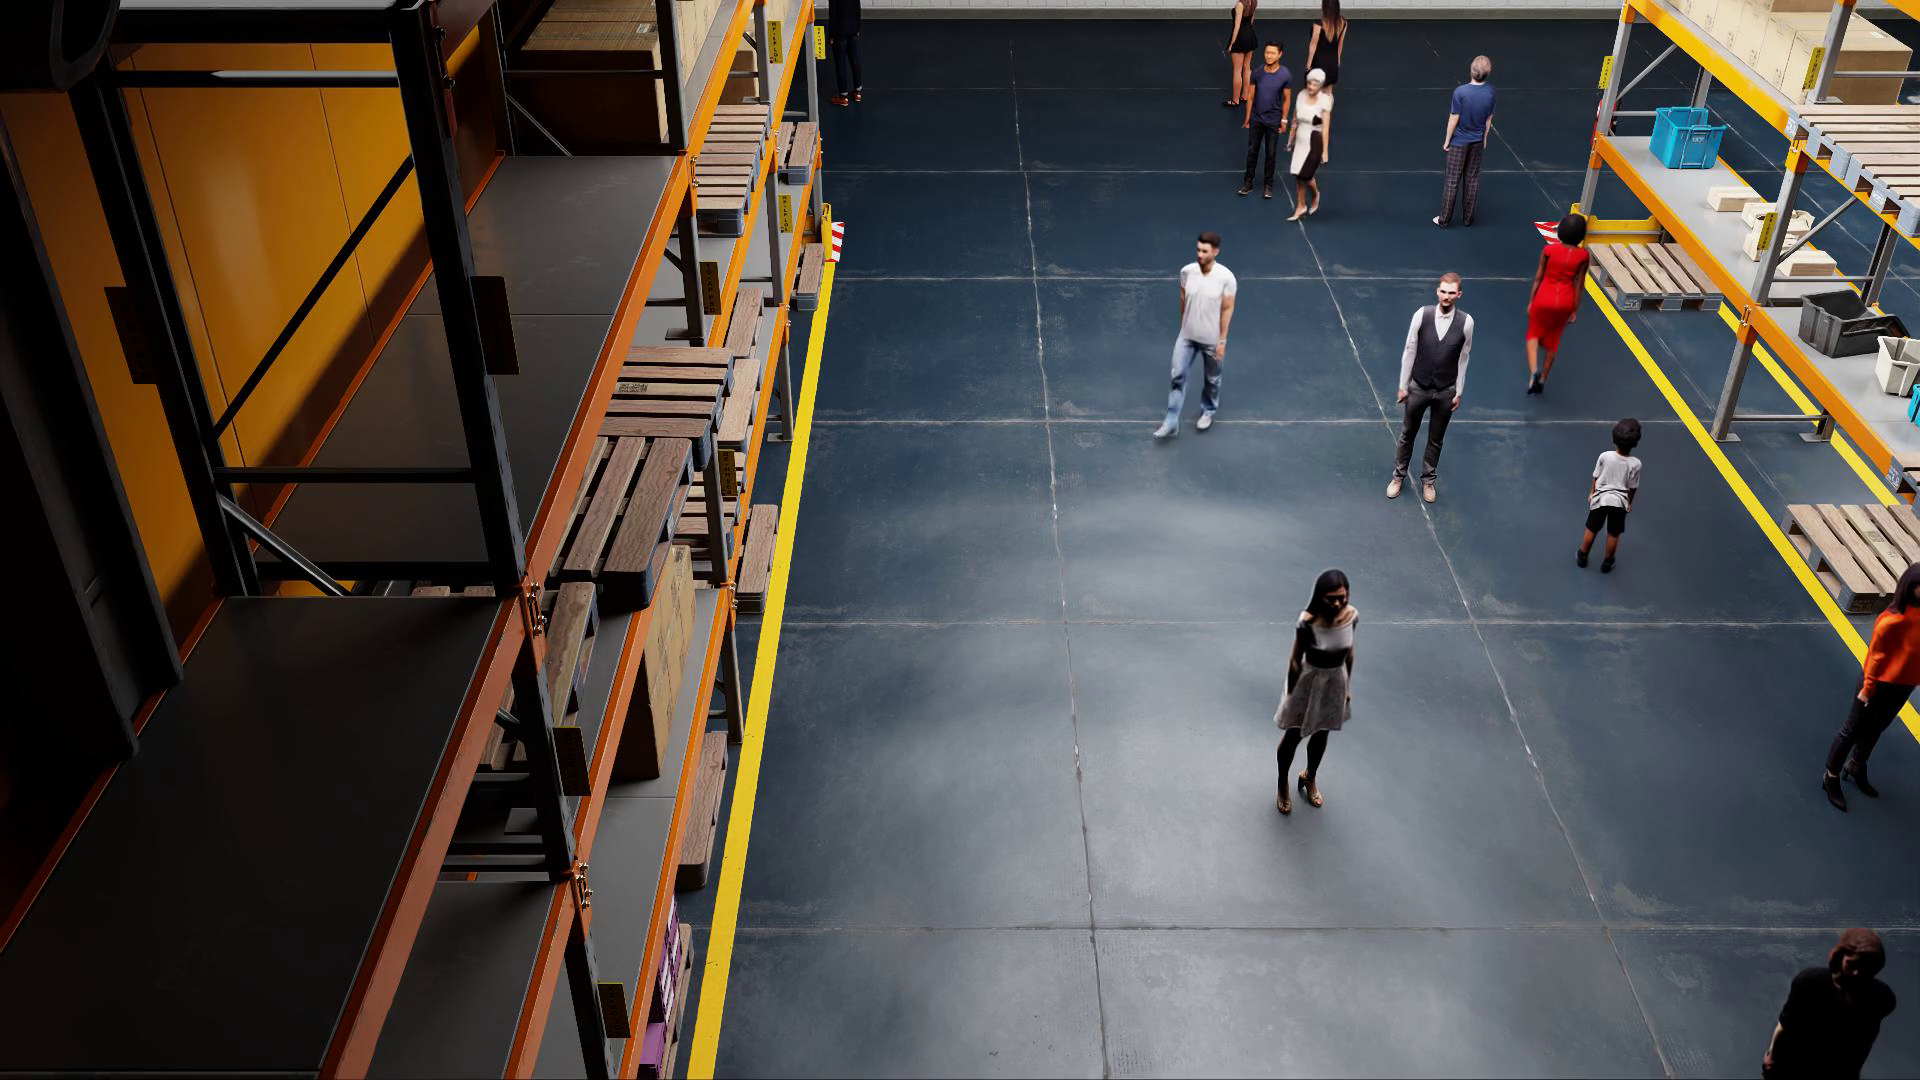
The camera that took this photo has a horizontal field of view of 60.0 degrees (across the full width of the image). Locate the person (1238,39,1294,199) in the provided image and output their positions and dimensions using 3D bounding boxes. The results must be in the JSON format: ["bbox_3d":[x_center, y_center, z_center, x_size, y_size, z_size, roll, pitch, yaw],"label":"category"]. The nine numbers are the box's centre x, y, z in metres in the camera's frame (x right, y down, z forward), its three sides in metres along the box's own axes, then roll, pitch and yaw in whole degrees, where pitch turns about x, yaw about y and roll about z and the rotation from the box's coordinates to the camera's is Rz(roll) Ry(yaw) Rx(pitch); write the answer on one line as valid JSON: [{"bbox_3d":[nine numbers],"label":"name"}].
[{"bbox_3d":[3.439,-4.734,18.637,0.715,1.793,0.681,14,36,20],"label":"person"}]

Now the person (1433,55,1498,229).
[{"bbox_3d":[5.454,-4.275,17.875,0.681,1.872,0.575,-4,34,-5],"label":"person"}]

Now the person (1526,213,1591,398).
[{"bbox_3d":[5.196,-1.999,14.577,0.680,1.732,0.810,7,34,11],"label":"person"}]

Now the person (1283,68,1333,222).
[{"bbox_3d":[3.842,-4.254,17.964,0.962,1.737,0.893,-18,38,-25],"label":"person"}]

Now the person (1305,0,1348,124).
[{"bbox_3d":[4.454,-5.809,20.325,0.745,1.714,0.756,-16,37,-22],"label":"person"}]

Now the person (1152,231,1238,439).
[{"bbox_3d":[2.105,-1.770,14.141,0.976,1.834,1.119,17,37,24],"label":"person"}]

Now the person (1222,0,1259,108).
[{"bbox_3d":[3.606,-6.383,21.225,0.739,1.674,0.673,26,42,34],"label":"person"}]

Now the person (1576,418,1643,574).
[{"bbox_3d":[4.900,-0.331,12.499,0.551,1.255,0.579,15,36,21],"label":"person"}]

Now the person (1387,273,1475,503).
[{"bbox_3d":[3.757,-1.232,13.236,0.718,1.938,0.656,8,35,12],"label":"person"}]

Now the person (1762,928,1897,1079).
[{"bbox_3d":[4.048,2.459,7.896,0.640,1.704,0.595,9,35,13],"label":"person"}]

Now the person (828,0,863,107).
[{"bbox_3d":[-1.475,-6.503,21.275,0.837,1.818,0.776,29,43,36],"label":"person"}]

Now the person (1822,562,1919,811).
[{"bbox_3d":[5.697,0.873,10.241,0.696,1.749,0.688,-14,36,-20],"label":"person"}]

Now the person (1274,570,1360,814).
[{"bbox_3d":[2.177,0.928,10.137,0.713,1.774,0.714,-8,34,-12],"label":"person"}]
